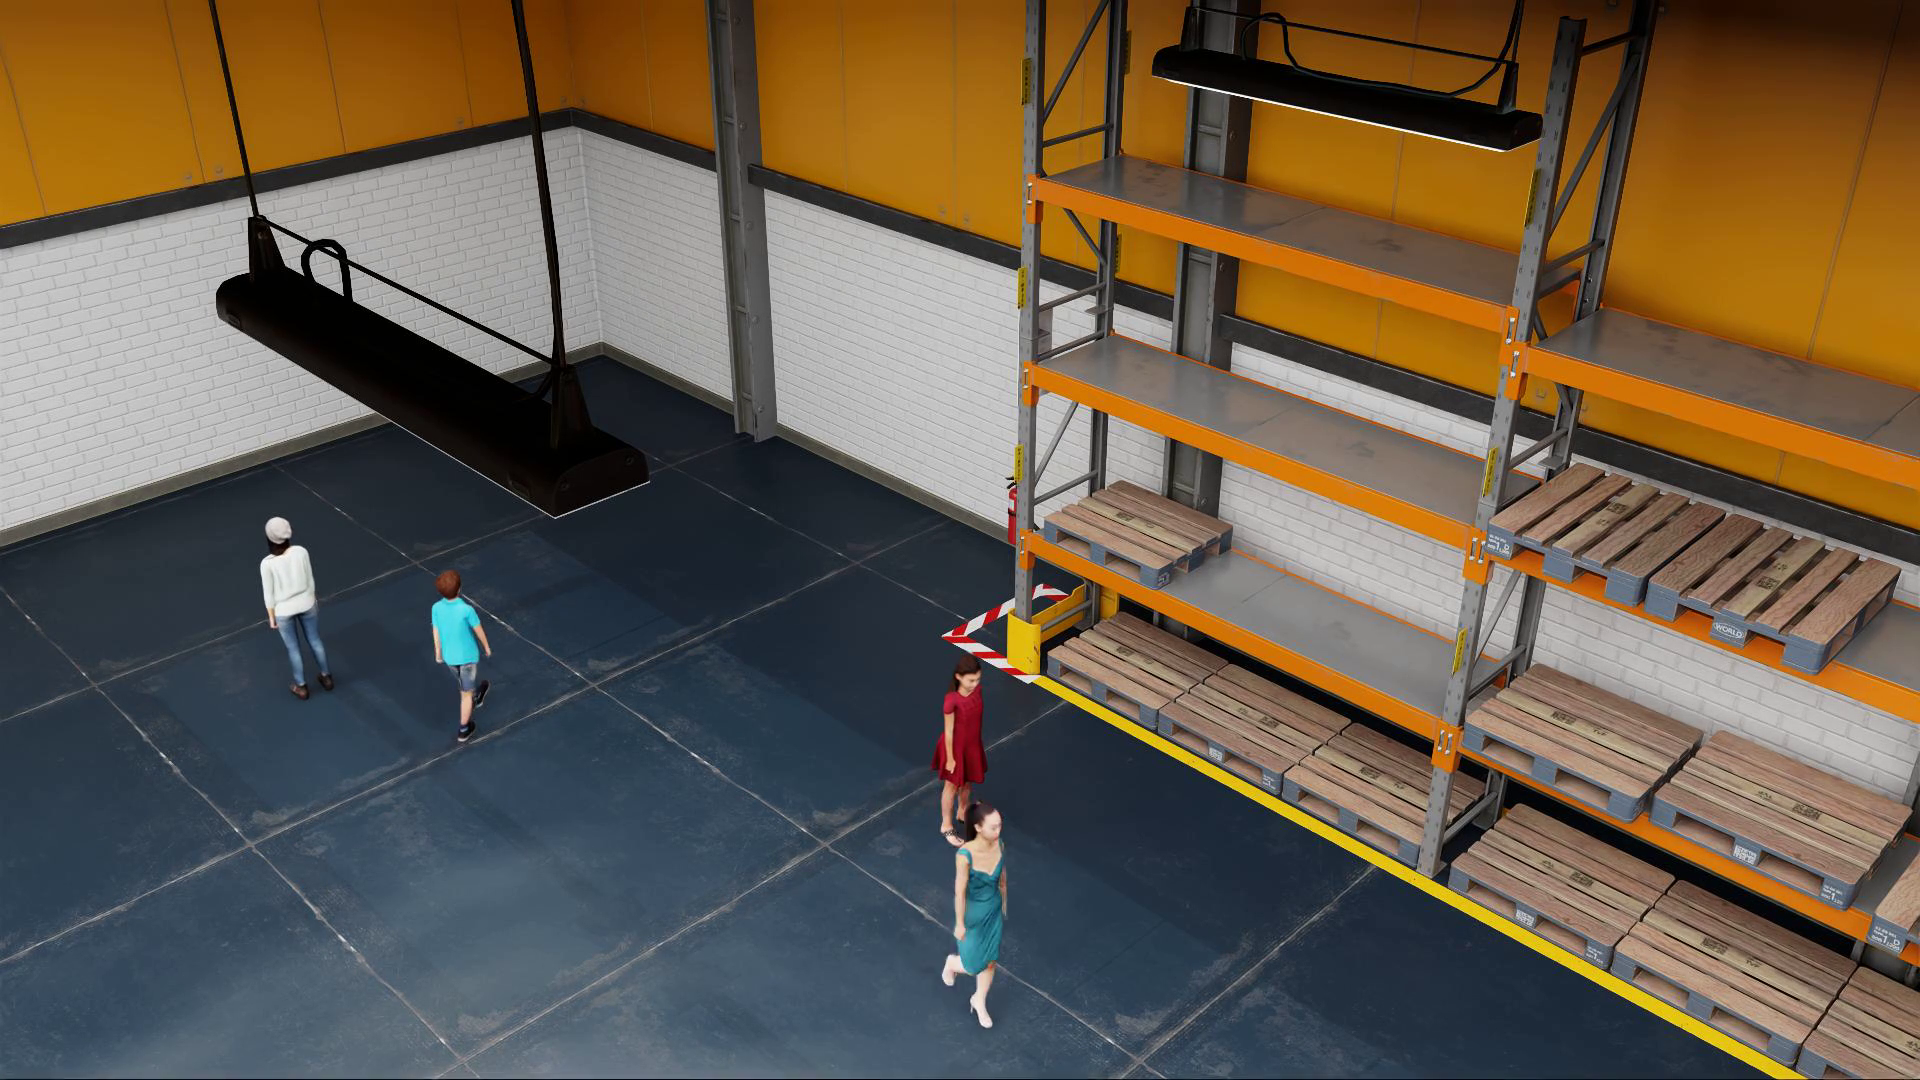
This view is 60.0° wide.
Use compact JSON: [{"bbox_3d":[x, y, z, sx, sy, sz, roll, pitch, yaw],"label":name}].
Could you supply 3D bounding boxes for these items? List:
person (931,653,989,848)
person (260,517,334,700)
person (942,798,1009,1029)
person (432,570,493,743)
[{"bbox_3d":[0.013,1.478,12.063,0.618,1.554,0.562,22,35,34],"label":"person"},{"bbox_3d":[-5.478,0.543,13.680,0.569,1.646,0.488,-24,37,-37],"label":"person"},{"bbox_3d":[0.074,2.315,10.406,0.623,1.672,0.731,-19,34,-31],"label":"person"},{"bbox_3d":[-3.990,0.938,13.199,0.948,1.413,0.923,5,29,9],"label":"person"}]
